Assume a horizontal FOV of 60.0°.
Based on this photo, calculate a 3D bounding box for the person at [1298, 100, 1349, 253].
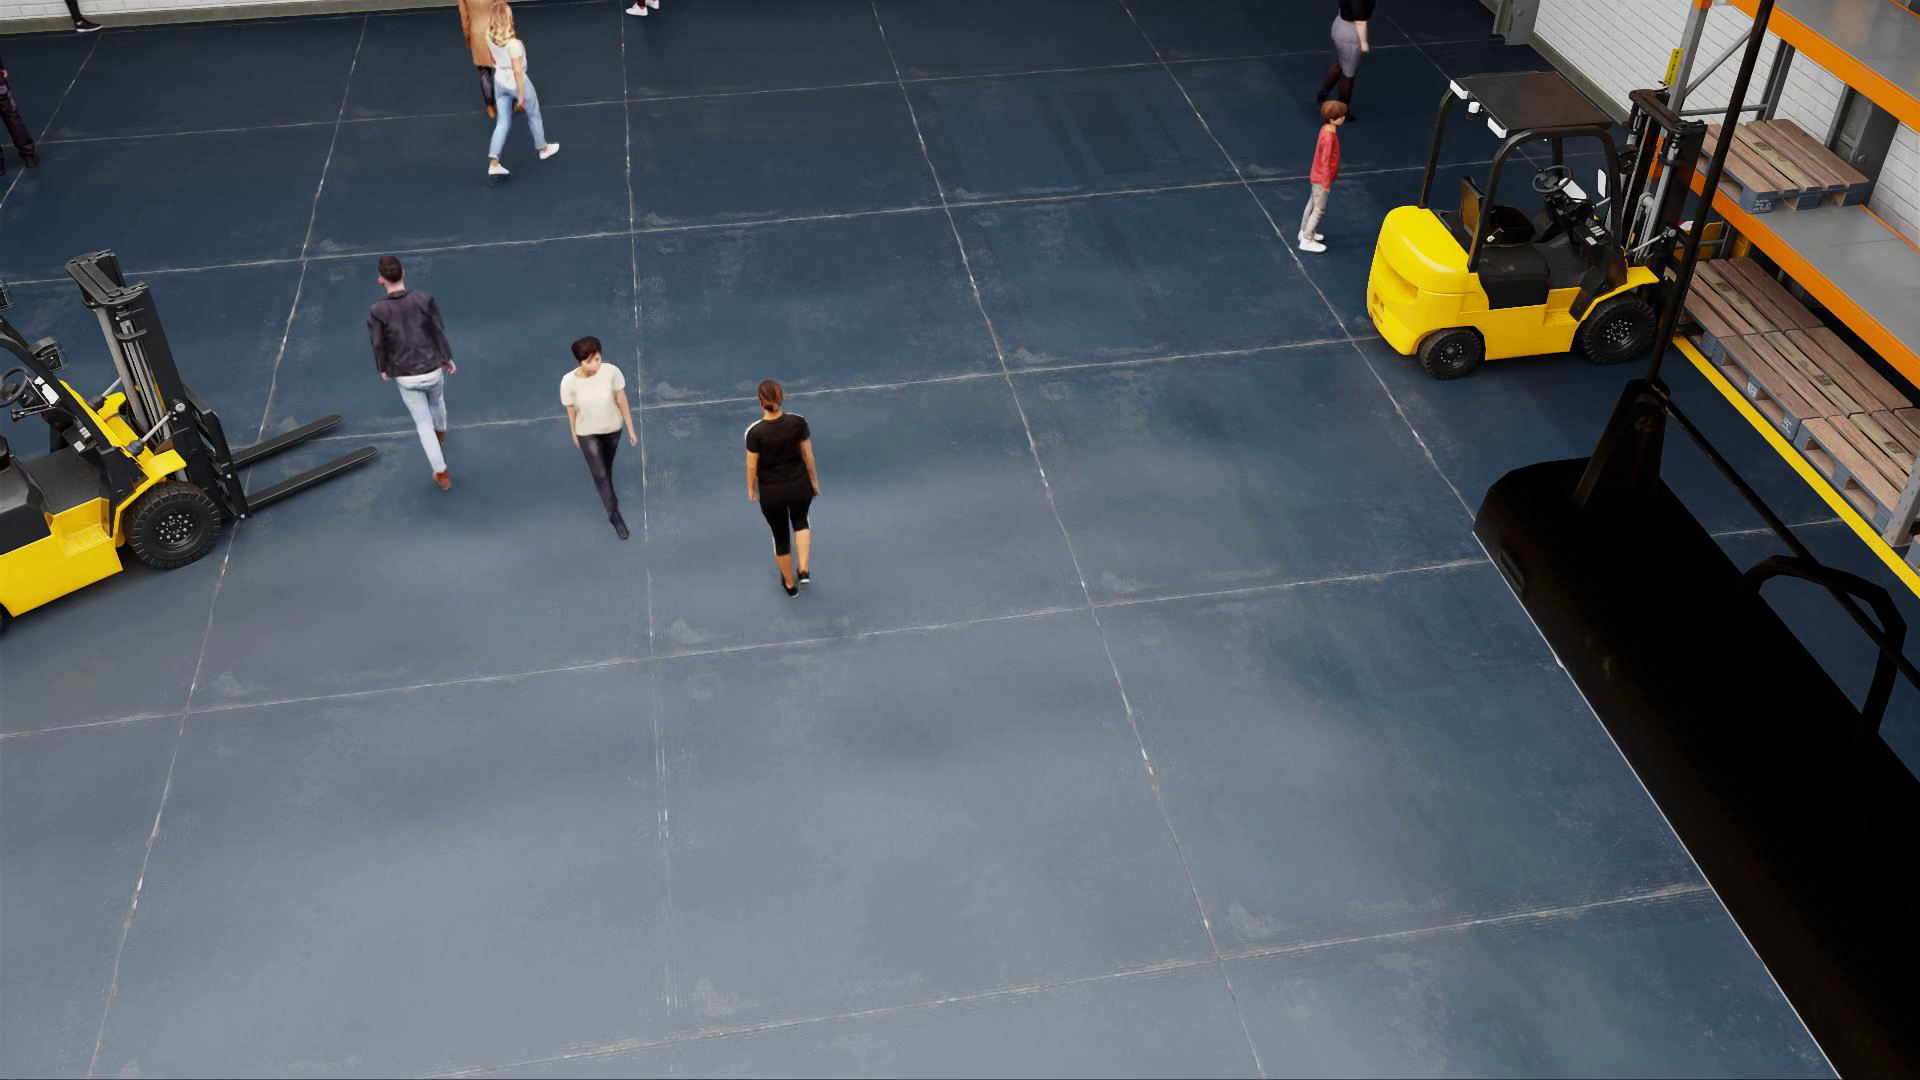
[{"bbox_3d":[3.259,-3.304,15.035,0.624,1.411,0.501,5,39,6],"label":"person"}]

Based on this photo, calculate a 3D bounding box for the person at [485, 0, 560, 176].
[{"bbox_3d":[-4.407,-4.331,16.101,1.083,1.684,1.198,20,43,23],"label":"person"}]

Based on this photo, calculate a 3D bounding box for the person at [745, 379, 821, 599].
[{"bbox_3d":[-1.143,-0.302,11.077,0.653,1.658,0.608,-13,40,-16],"label":"person"}]

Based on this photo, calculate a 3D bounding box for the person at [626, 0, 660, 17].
[{"bbox_3d":[-3.781,-7.065,19.446,0.783,1.784,0.703,19,42,22],"label":"person"}]

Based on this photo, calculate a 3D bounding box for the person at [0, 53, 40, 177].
[{"bbox_3d":[-9.504,-4.497,16.125,0.768,1.914,0.734,-21,43,-25],"label":"person"}]

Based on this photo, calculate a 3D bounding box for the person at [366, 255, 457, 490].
[{"bbox_3d":[-3.898,-1.165,12.042,0.923,1.804,1.154,-20,43,-23],"label":"person"}]

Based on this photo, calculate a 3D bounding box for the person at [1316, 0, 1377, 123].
[{"bbox_3d":[3.930,-5.140,17.062,0.764,1.751,0.609,-2,39,-3],"label":"person"}]

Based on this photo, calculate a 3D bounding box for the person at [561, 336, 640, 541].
[{"bbox_3d":[-2.584,-0.806,11.801,0.819,1.544,1.085,-22,43,-25],"label":"person"}]

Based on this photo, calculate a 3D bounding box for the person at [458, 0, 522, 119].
[{"bbox_3d":[-4.881,-5.217,17.177,0.654,1.727,0.617,-4,39,-5],"label":"person"}]
